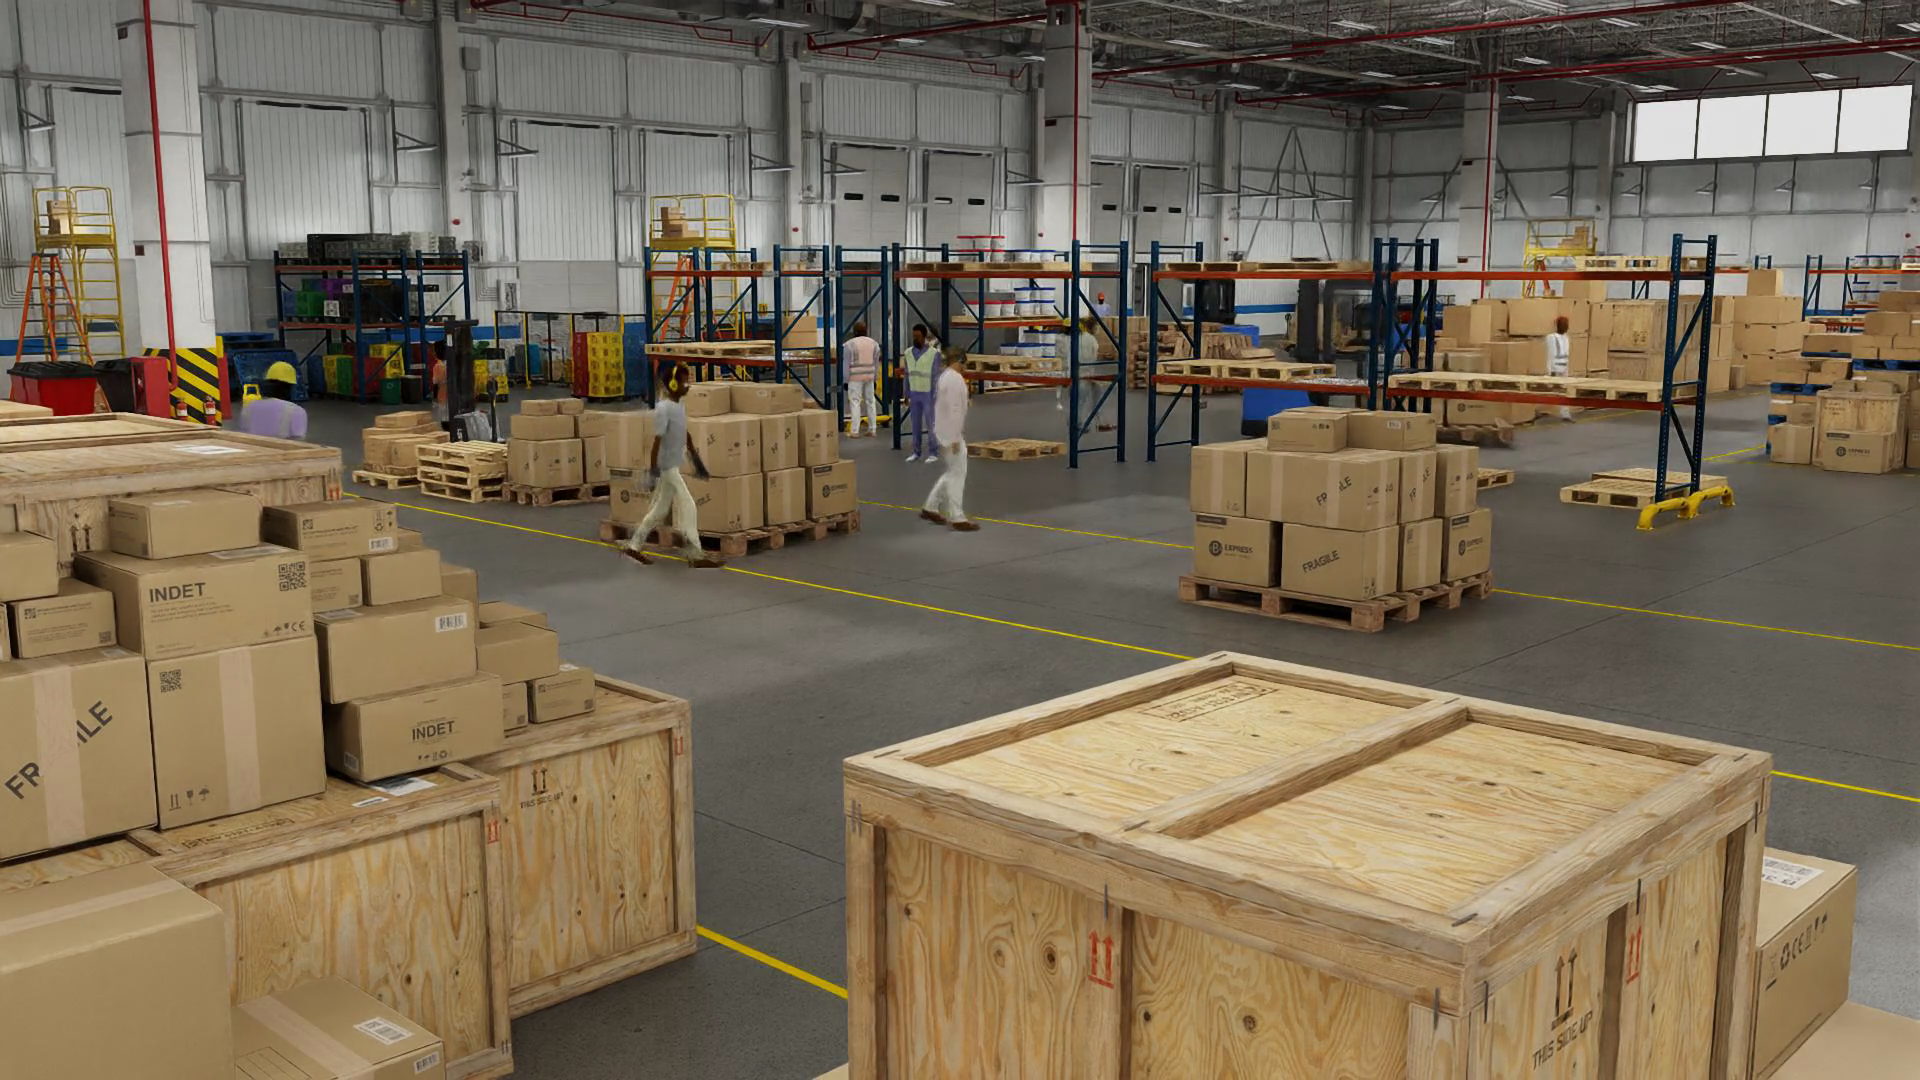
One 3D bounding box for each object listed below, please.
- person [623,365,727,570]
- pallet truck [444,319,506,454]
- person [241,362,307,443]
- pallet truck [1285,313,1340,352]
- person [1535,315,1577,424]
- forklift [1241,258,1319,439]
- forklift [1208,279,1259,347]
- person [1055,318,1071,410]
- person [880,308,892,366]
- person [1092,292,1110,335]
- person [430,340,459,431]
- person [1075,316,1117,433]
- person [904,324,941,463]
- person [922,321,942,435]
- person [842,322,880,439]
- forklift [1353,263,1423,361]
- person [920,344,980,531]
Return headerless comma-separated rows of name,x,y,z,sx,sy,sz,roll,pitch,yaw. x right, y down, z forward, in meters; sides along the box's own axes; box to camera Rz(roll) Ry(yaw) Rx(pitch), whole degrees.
person,-2.591,-0.648,14.785,0.952,1.825,0.503,1,9,4
pallet truck,-6.981,-1.942,22.150,1.885,1.965,0.823,1,9,9
person,-5.661,-0.526,13.809,0.589,1.894,0.657,1,9,8
pallet truck,11.297,-6.951,52.861,1.885,1.965,0.823,-5,11,-29
person,10.278,-2.945,28.727,0.591,1.863,0.773,-6,11,-34
forklift,5.374,-2.996,25.916,1.873,2.768,1.129,2,9,11
forklift,7.279,-6.285,46.080,1.873,2.768,1.129,9,13,43
person,2.029,-3.332,31.469,0.484,1.739,0.320,-2,10,-13
person,-1.961,-5.336,44.083,0.314,1.634,0.515,1,9,7
person,4.359,-6.685,51.447,0.544,1.930,0.389,1,9,5
person,-7.125,-1.921,22.996,0.368,1.685,0.535,1,9,7
person,2.192,-2.648,26.765,0.883,1.903,0.644,2,9,11
person,-0.511,-2.011,22.862,0.586,1.910,0.395,6,11,34
person,-0.536,-2.574,26.561,0.531,1.814,0.797,6,11,32
person,-1.566,-2.512,26.177,0.620,1.836,0.431,-6,11,-34
forklift,12.193,-6.463,47.169,1.873,2.768,1.129,3,10,17
person,-0.115,-1.051,17.029,0.529,1.900,0.684,-1,9,-4
